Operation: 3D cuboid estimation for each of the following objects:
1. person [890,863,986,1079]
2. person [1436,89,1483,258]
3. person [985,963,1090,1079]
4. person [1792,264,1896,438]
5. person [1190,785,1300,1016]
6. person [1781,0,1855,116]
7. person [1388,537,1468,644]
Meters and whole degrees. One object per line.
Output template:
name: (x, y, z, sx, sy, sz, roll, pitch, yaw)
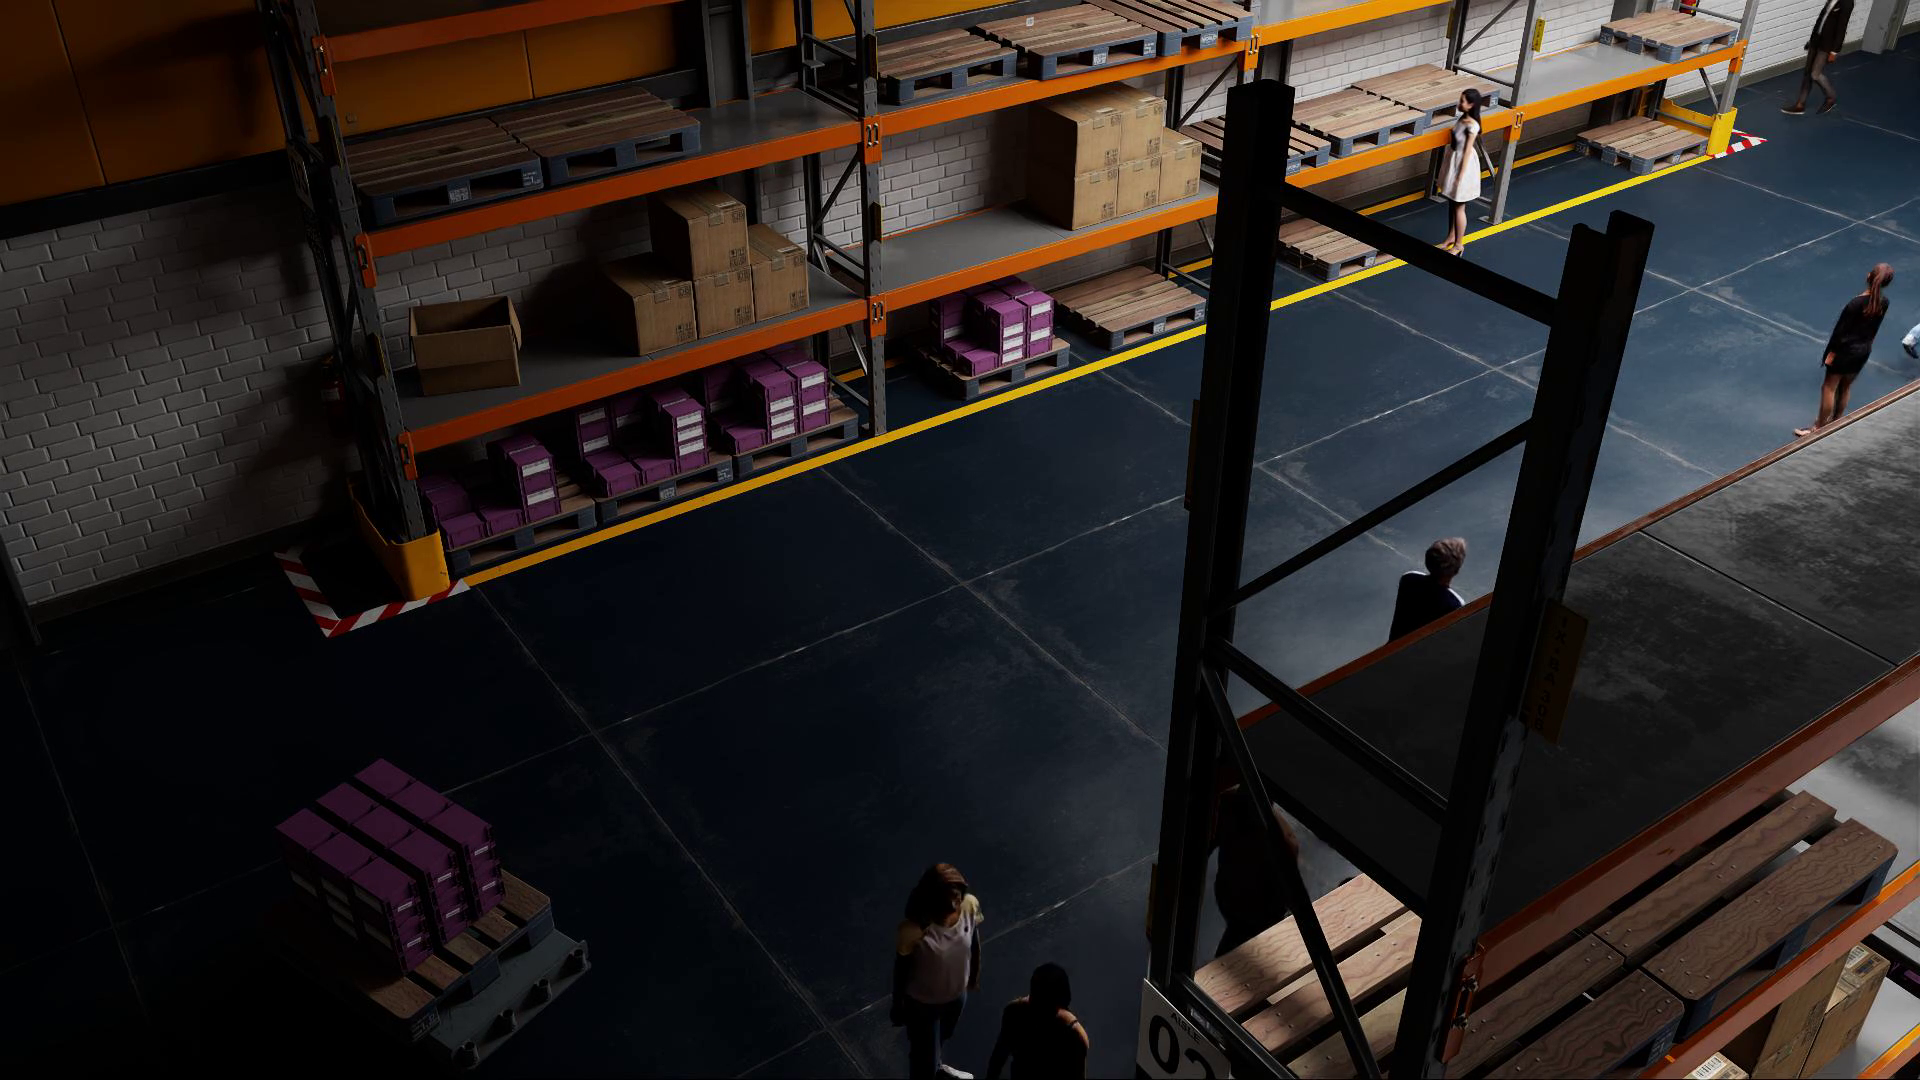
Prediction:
person: (-0.129, 2.181, 8.133, 0.654, 1.714, 0.740, -28, 43, -35)
person: (5.105, -3.737, 16.988, 0.819, 1.769, 0.783, 0, 34, 1)
person: (0.437, 2.502, 7.648, 0.687, 1.717, 0.729, 26, 42, 34)
person: (7.447, -1.573, 13.932, 0.633, 1.547, 0.811, -13, 36, -19)
person: (1.540, 1.838, 8.584, 1.179, 1.787, 0.877, -13, 36, -19)
person: (10.755, -6.123, 20.557, 0.995, 1.792, 0.919, 0, 34, 1)
person: (2.740, 0.792, 10.130, 0.993, 1.818, 0.737, -28, 43, -35)
